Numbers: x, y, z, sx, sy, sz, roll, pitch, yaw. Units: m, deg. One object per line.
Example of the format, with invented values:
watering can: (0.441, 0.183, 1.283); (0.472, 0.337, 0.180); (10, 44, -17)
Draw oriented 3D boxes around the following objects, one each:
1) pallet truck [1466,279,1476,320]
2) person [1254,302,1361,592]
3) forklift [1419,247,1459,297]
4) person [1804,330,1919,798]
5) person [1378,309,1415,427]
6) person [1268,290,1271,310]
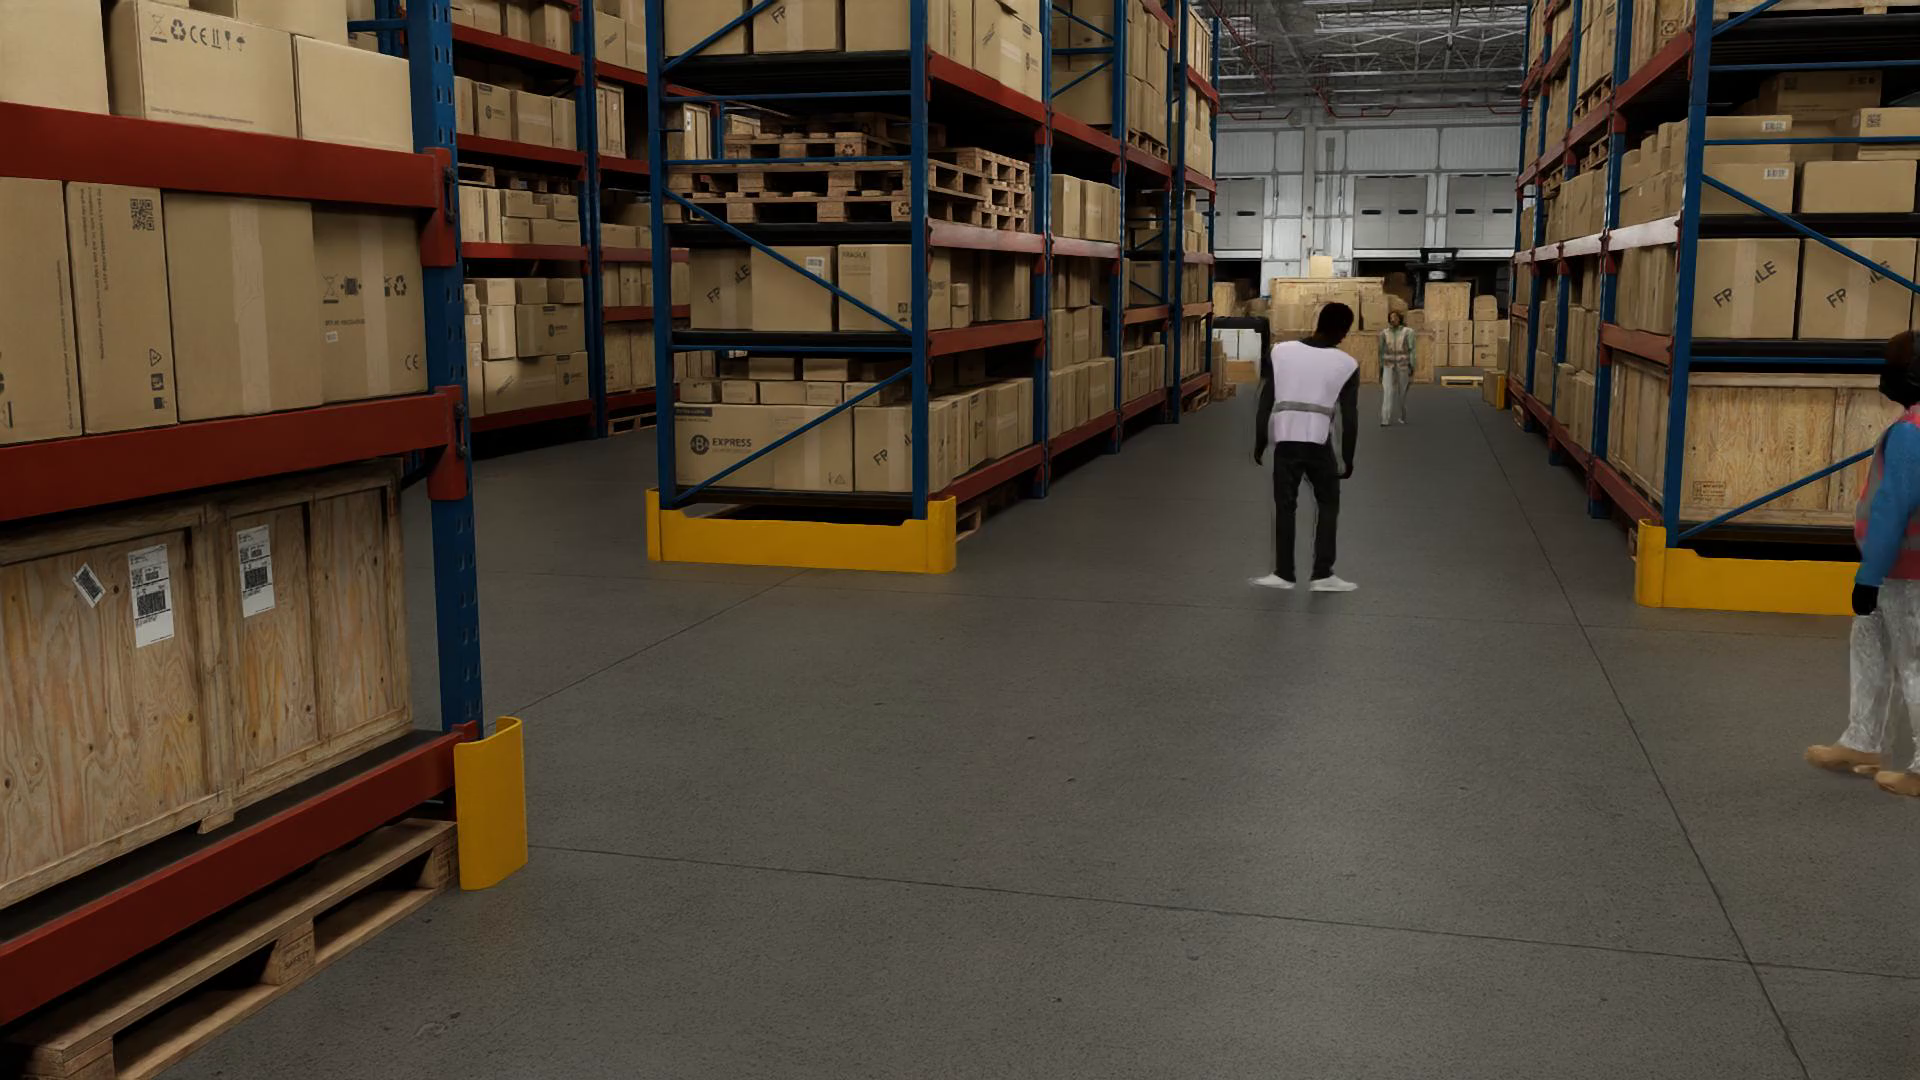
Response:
pallet truck: (18.896, -8.459, 60.307); (1.885, 1.965, 0.823); (5, 10, 31)
person: (2.226, -0.588, 10.726); (0.687, 1.875, 0.375); (3, 9, 18)
forklift: (12.539, -6.285, 43.706); (1.129, 2.768, 1.873); (6, 11, 34)
person: (3.627, 0.095, 6.527); (0.736, 1.815, 0.661); (8, 12, 43)
person: (6.032, -2.384, 22.960); (0.515, 1.605, 0.827); (4, 10, 23)
person: (10.801, -7.799, 57.277); (0.408, 1.623, 0.585); (-4, 10, -23)
